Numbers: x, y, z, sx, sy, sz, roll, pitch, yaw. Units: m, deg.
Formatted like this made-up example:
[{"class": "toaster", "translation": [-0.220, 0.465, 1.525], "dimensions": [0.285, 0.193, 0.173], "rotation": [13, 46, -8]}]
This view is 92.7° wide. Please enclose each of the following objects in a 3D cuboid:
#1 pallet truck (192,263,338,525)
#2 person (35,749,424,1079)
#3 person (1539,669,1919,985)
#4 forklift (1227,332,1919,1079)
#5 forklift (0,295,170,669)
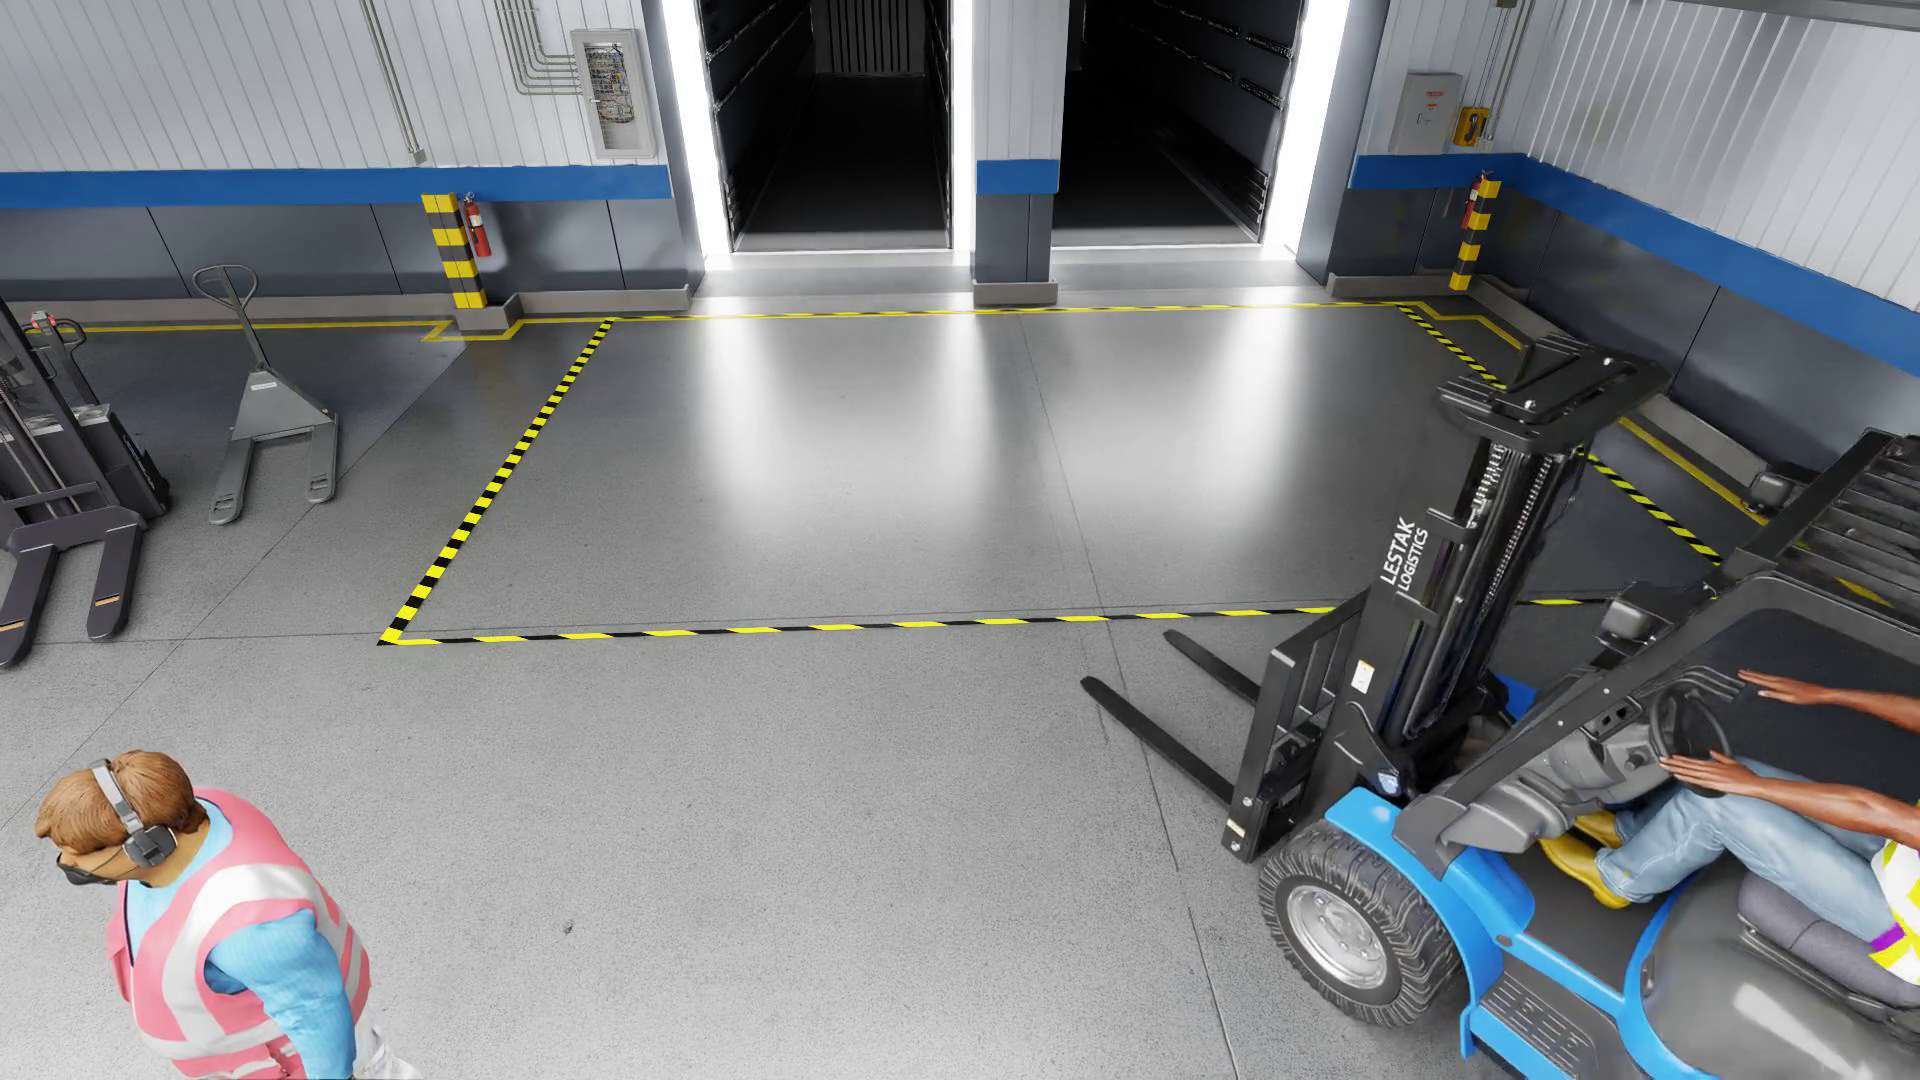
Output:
[{"class": "pallet truck", "translation": [-4.778, -1.027, 6.128], "dimensions": [0.680, 1.201, 1.601], "rotation": [-17, 38, -23]}, {"class": "person", "translation": [-1.749, 1.223, 2.368], "dimensions": [0.620, 1.844, 0.429], "rotation": [23, 41, 29]}, {"class": "person", "translation": [2.255, 0.648, 2.421], "dimensions": [0.635, 1.294, 1.004], "rotation": [-23, 41, -30]}, {"class": "forklift", "translation": [2.285, 0.831, 2.485], "dimensions": [1.157, 2.036, 2.680], "rotation": [-23, 41, -30]}, {"class": "forklift", "translation": [-5.212, -0.618, 4.878], "dimensions": [0.823, 1.965, 1.885], "rotation": [-20, 39, -26]}]
